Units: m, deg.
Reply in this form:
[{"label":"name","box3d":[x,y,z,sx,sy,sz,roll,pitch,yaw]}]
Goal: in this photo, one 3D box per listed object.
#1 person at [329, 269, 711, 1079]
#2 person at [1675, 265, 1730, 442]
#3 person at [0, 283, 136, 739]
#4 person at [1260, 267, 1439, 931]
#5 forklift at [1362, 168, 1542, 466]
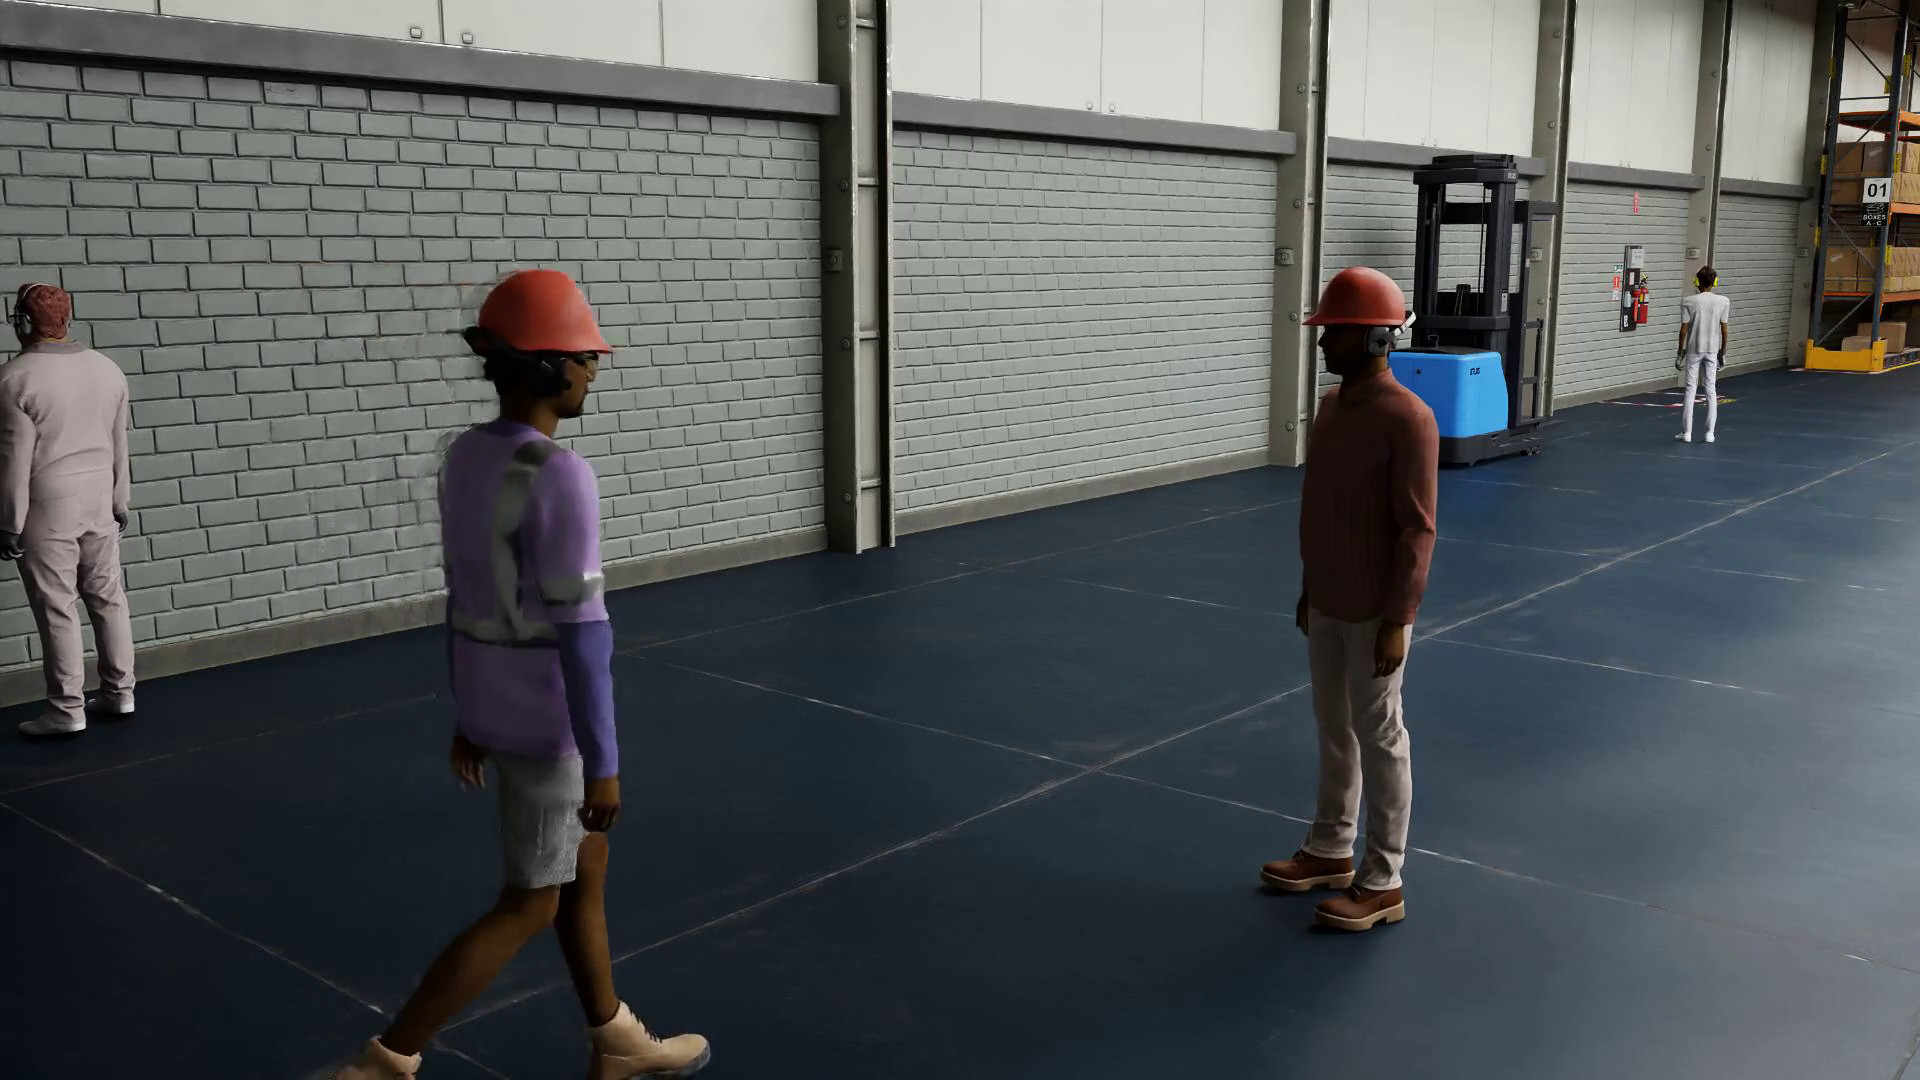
[{"label":"person","box3d":[-1.038,0.405,3.753,0.935,2.020,0.622,-7,12,-36]},{"label":"person","box3d":[7.898,-1.980,17.717,0.512,1.873,0.328,2,10,10]},{"label":"person","box3d":[-3.827,-0.126,7.061,0.405,1.906,0.653,3,10,18]},{"label":"person","box3d":[1.202,0.175,5.089,0.378,1.996,0.610,-3,10,-16]},{"label":"forklift","box3d":[4.875,-2.212,16.287,1.129,2.768,1.873,8,13,40]}]
